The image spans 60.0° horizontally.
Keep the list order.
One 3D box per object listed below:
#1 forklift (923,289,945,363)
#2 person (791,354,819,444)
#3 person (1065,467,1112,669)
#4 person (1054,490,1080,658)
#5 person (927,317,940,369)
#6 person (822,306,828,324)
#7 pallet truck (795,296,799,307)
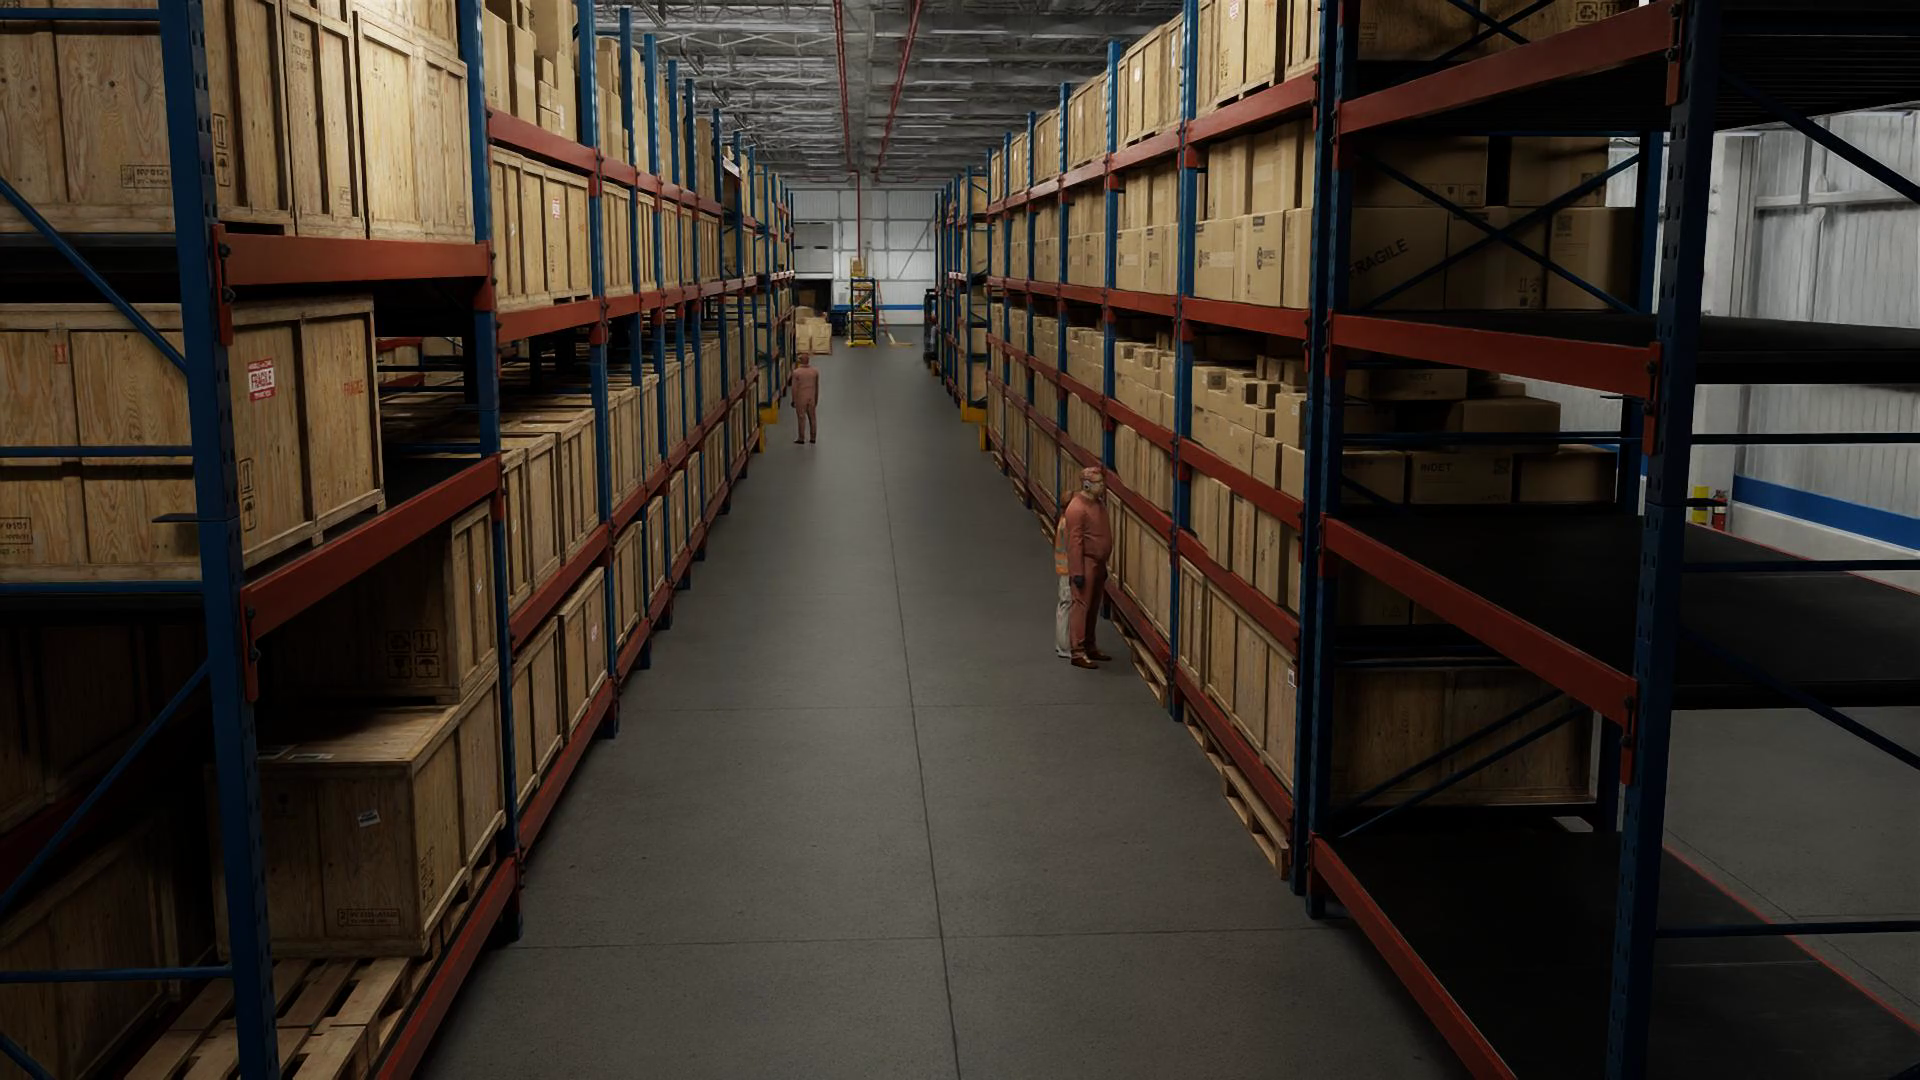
[{"bbox_3d":[-0.830,-8.176,63.306,1.129,2.768,1.873,-1,10,-3],"label":"forklift"},{"bbox_3d":[-3.293,-2.987,35.209,0.639,1.910,0.407,-6,11,-33],"label":"person"},{"bbox_3d":[1.249,0.253,15.847,0.407,1.913,0.641,5,11,26],"label":"person"},{"bbox_3d":[1.074,0.328,16.215,0.312,1.636,0.524,0,10,-1],"label":"person"},{"bbox_3d":[-0.787,-7.066,59.608,0.889,1.901,0.570,4,10,22],"label":"person"},{"bbox_3d":[-6.577,-10.556,81.090,0.321,1.690,0.533,-3,10,-18],"label":"person"},{"bbox_3d":[-8.622,-12.439,91.403,1.885,1.965,0.823,2,10,13],"label":"pallet truck"}]
